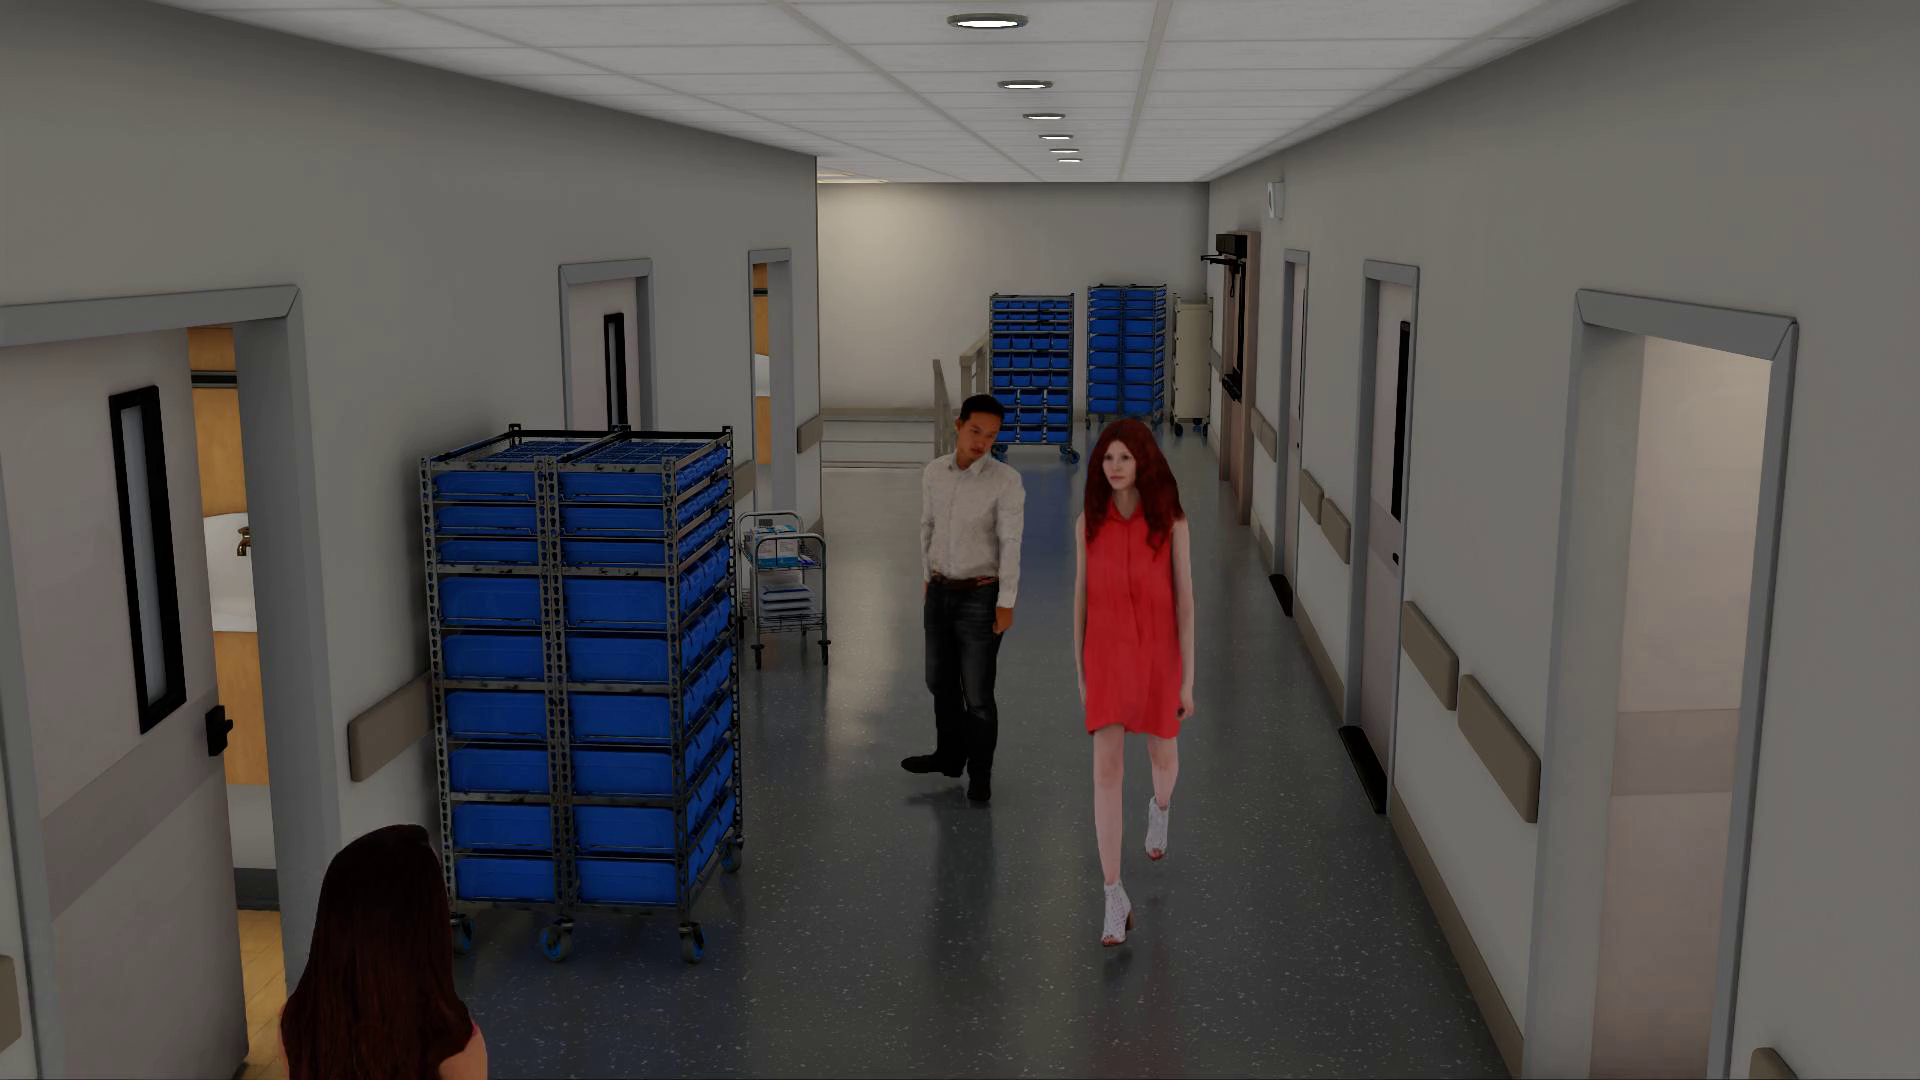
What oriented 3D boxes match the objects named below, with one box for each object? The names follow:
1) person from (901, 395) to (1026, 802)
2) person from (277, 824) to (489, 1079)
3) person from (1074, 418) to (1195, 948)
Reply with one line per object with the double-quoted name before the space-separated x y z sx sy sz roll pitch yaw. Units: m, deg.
"person" 0.034 0.255 7.162 0.871 1.765 0.901 -9 14 -40
"person" -0.948 1.227 2.644 0.617 1.540 1.027 2 11 11
"person" 0.648 0.478 5.932 0.692 1.785 1.176 2 11 12
